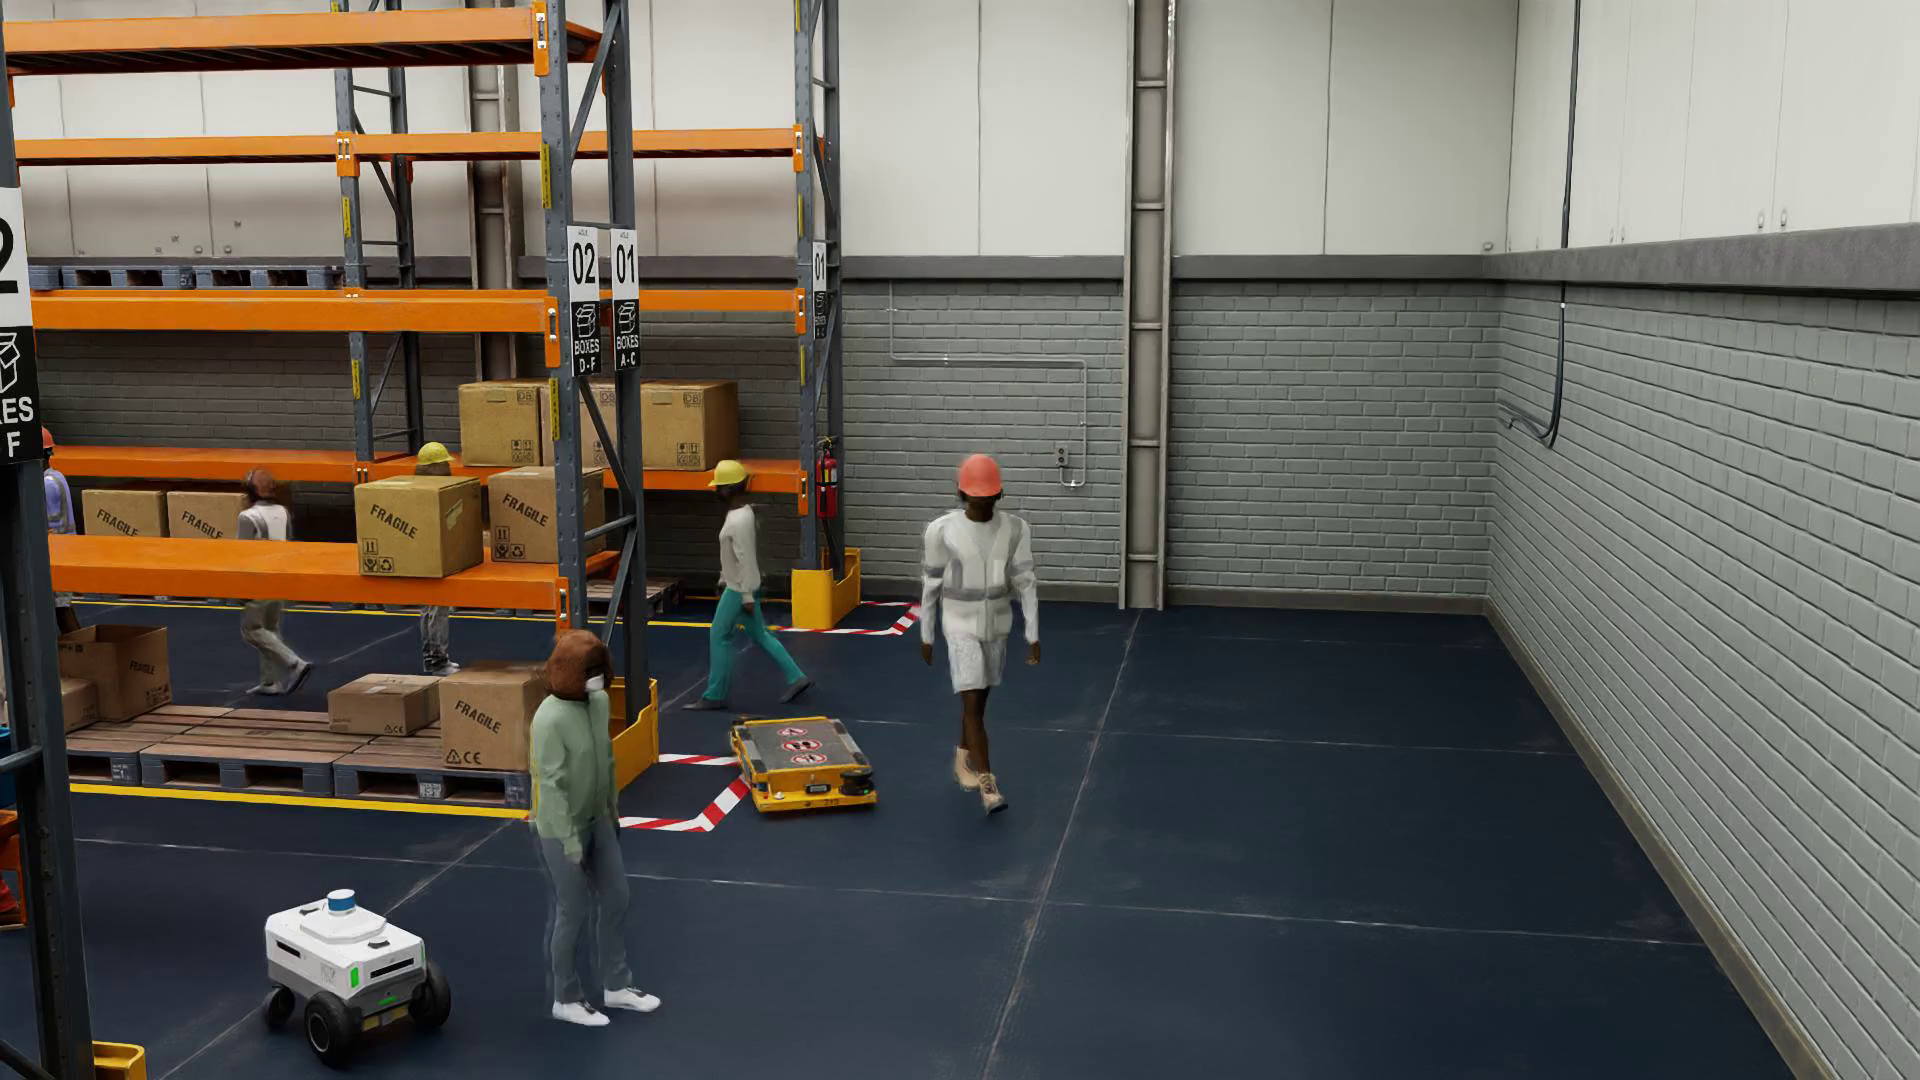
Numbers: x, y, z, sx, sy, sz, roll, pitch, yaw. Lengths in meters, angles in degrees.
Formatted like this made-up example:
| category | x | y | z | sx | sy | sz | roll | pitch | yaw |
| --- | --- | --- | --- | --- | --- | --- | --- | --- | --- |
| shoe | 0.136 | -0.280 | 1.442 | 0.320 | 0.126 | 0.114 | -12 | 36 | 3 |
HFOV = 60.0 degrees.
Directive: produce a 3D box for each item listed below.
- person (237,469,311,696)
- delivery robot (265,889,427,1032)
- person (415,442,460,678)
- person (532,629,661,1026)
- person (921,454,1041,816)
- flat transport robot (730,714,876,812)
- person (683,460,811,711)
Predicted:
| category | x | y | z | sx | sy | sz | roll | pitch | yaw |
| --- | --- | --- | --- | --- | --- | --- | --- | --- | --- |
| person | -4.799 | 0.313 | 11.629 | 0.487 | 1.620 | 0.528 | 2 | 9 | 11 |
| delivery robot | -2.422 | 1.619 | 6.544 | 0.707 | 0.478 | 0.477 | 8 | 12 | 40 |
| person | -3.844 | 0.147 | 12.285 | 0.289 | 1.746 | 0.487 | -5 | 11 | -30 |
| person | -1.425 | 1.145 | 6.526 | 0.521 | 1.615 | 0.522 | 3 | 10 | 20 |
| person | 0.133 | 0.514 | 9.261 | 0.628 | 1.982 | 1.004 | -3 | 10 | -18 |
| flat transport robot | -0.952 | 1.281 | 9.812 | 0.652 | 0.197 | 1.431 | -2 | 9 | -14 |
| person | -1.447 | 0.304 | 11.347 | 0.840 | 1.730 | 0.509 | 0 | 9 | -1 |
